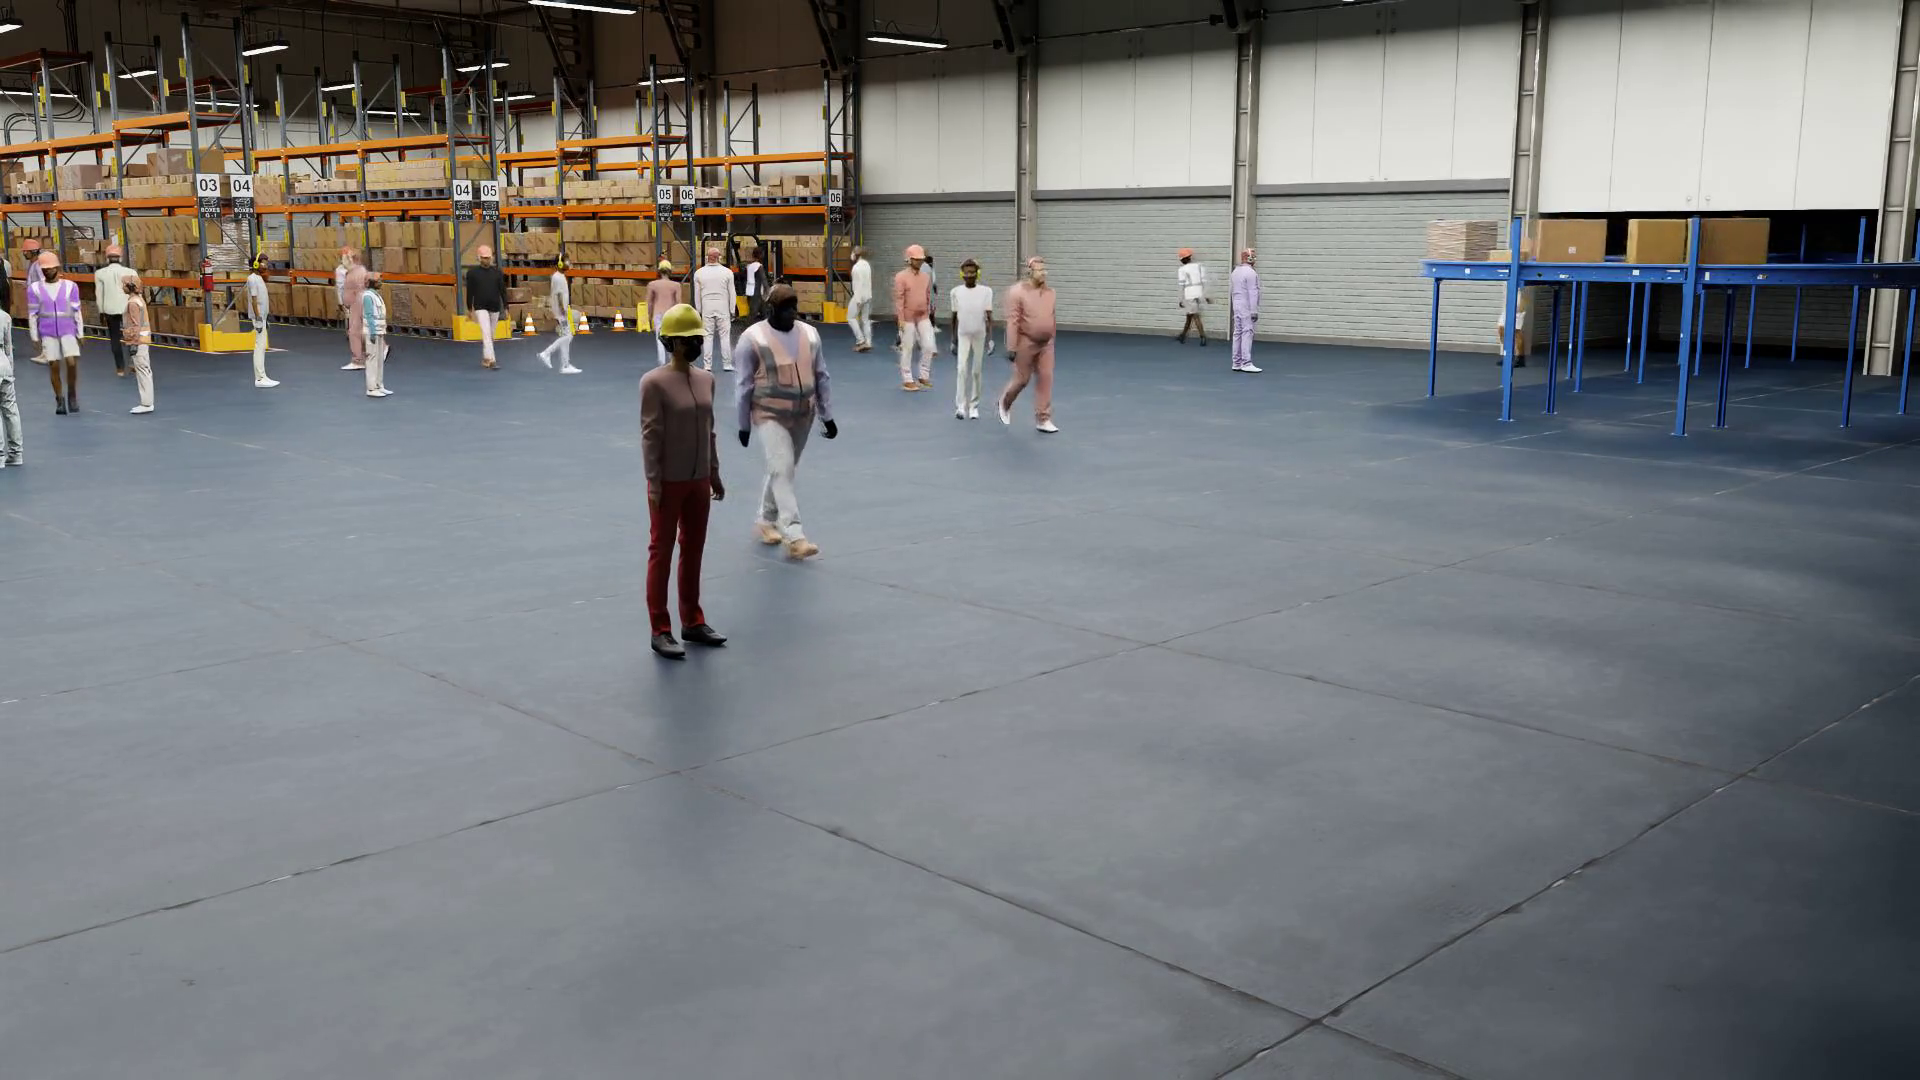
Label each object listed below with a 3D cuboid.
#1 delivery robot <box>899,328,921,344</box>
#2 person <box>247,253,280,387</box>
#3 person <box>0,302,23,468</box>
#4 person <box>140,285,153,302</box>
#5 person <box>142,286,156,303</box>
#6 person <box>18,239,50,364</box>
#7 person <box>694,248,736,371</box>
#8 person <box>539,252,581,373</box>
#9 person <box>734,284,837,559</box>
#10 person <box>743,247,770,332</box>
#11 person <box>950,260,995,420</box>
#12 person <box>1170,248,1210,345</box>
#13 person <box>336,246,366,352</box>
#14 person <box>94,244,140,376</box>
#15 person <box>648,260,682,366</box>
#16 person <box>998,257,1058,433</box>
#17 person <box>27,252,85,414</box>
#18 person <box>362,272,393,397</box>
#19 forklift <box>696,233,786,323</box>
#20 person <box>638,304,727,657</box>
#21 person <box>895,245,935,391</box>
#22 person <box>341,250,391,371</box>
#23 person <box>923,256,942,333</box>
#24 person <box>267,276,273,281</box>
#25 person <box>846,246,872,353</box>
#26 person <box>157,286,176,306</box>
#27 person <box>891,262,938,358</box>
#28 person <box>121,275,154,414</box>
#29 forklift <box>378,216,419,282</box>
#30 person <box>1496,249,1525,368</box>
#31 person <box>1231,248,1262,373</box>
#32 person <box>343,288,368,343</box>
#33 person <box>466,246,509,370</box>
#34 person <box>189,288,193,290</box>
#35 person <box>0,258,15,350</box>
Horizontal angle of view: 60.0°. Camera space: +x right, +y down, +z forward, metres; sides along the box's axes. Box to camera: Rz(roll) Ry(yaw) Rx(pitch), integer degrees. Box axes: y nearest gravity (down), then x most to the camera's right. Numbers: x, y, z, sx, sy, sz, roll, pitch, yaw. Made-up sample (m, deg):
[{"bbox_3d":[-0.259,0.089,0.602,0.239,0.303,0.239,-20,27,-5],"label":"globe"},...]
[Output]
[{"bbox_3d":[-0.928,-3.867,31.031,0.477,0.478,0.707,-2,10,-10],"label":"delivery robot"},{"bbox_3d":[-9.823,-3.095,23.394,0.329,1.865,0.508,-3,11,-14],"label":"person"},{"bbox_3d":[-8.857,-1.533,15.191,0.290,1.746,0.487,2,11,11],"label":"person"},{"bbox_3d":[-21.013,-6.526,42.725,0.507,1.632,0.273,-8,13,-38],"label":"person"},{"bbox_3d":[-21.841,-7.063,44.534,0.373,2.043,0.614,6,12,31],"label":"person"},{"bbox_3d":[-15.263,-3.936,27.492,0.391,2.039,0.615,-9,13,-39],"label":"person"},{"bbox_3d":[-3.811,-3.593,25.976,0.641,1.913,0.407,0,10,0],"label":"person"},{"bbox_3d":[-6.183,-3.498,25.628,0.547,1.851,0.519,-1,10,-7],"label":"person"},{"bbox_3d":[-1.193,-0.817,11.169,0.626,1.803,0.949,-9,14,-39],"label":"person"},{"bbox_3d":[-3.839,-4.739,32.332,0.986,1.870,0.591,-4,11,-20],"label":"person"},{"bbox_3d":[0.138,-2.278,19.047,0.516,1.830,0.932,0,10,1],"label":"person"},{"bbox_3d":[4.516,-4.722,32.275,0.608,1.860,0.982,-7,13,-35],"label":"person"},{"bbox_3d":[-10.835,-4.295,29.774,0.586,1.918,0.615,-8,13,-38],"label":"person"},{"bbox_3d":[-12.742,-3.480,25.210,0.614,1.974,0.565,-6,12,-30],"label":"person"},{"bbox_3d":[-4.636,-3.525,26.134,0.531,1.726,0.907,-2,11,-8],"label":"person"},{"bbox_3d":[0.754,-2.135,18.100,0.655,1.887,0.800,-7,12,-32],"label":"person"},{"bbox_3d":[-10.676,-2.435,19.650,0.569,1.911,0.680,-5,12,-25],"label":"person"},{"bbox_3d":[-7.711,-2.712,21.927,0.309,1.632,0.525,-1,10,-4],"label":"person"},{"bbox_3d":[-5.496,-6.489,41.108,2.313,2.155,1.214,-10,14,-44],"label":"forklift"},{"bbox_3d":[-1.404,-0.311,8.470,0.318,1.769,0.522,7,12,33],"label":"person"},{"bbox_3d":[-0.598,-3.011,22.632,0.623,1.974,0.608,-7,12,-33],"label":"person"},{"bbox_3d":[-9.464,-3.643,26.353,0.700,1.885,0.652,-5,11,-24],"label":"person"},{"bbox_3d":[-0.755,-5.302,35.969,0.823,1.666,0.530,-5,12,-25],"label":"person"},{"bbox_3d":[-18.888,-7.130,45.309,0.945,1.878,0.617,7,13,34],"label":"person"},{"bbox_3d":[-1.821,-4.368,30.195,0.495,1.922,0.636,4,11,19],"label":"person"},{"bbox_3d":[-20.139,-6.515,42.203,0.560,1.804,0.664,5,11,23],"label":"person"},{"bbox_3d":[-0.800,-4.103,28.793,0.976,1.892,0.660,4,11,20],"label":"person"},{"bbox_3d":[-9.818,-2.336,19.863,0.306,1.640,0.522,-4,11,-20],"label":"person"},{"bbox_3d":[-17.868,-9.201,54.028,1.873,2.768,1.129,-10,14,-44],"label":"forklift"},{"bbox_3d":[8.865,-3.704,26.641,0.632,1.882,0.569,-2,11,-12],"label":"person"},{"bbox_3d":[4.468,-3.575,25.889,0.407,1.910,0.638,-4,11,-19],"label":"person"},{"bbox_3d":[-12.030,-4.843,32.993,0.593,1.837,0.404,0,10,-2],"label":"person"},{"bbox_3d":[-7.552,-3.721,26.578,0.626,1.952,1.012,-6,12,-30],"label":"person"},{"bbox_3d":[-22.418,-7.593,48.364,0.318,1.700,0.536,-5,12,-25],"label":"person"},{"bbox_3d":[-17.820,-4.502,30.691,0.685,2.000,0.538,-9,13,-39],"label":"person"}]
